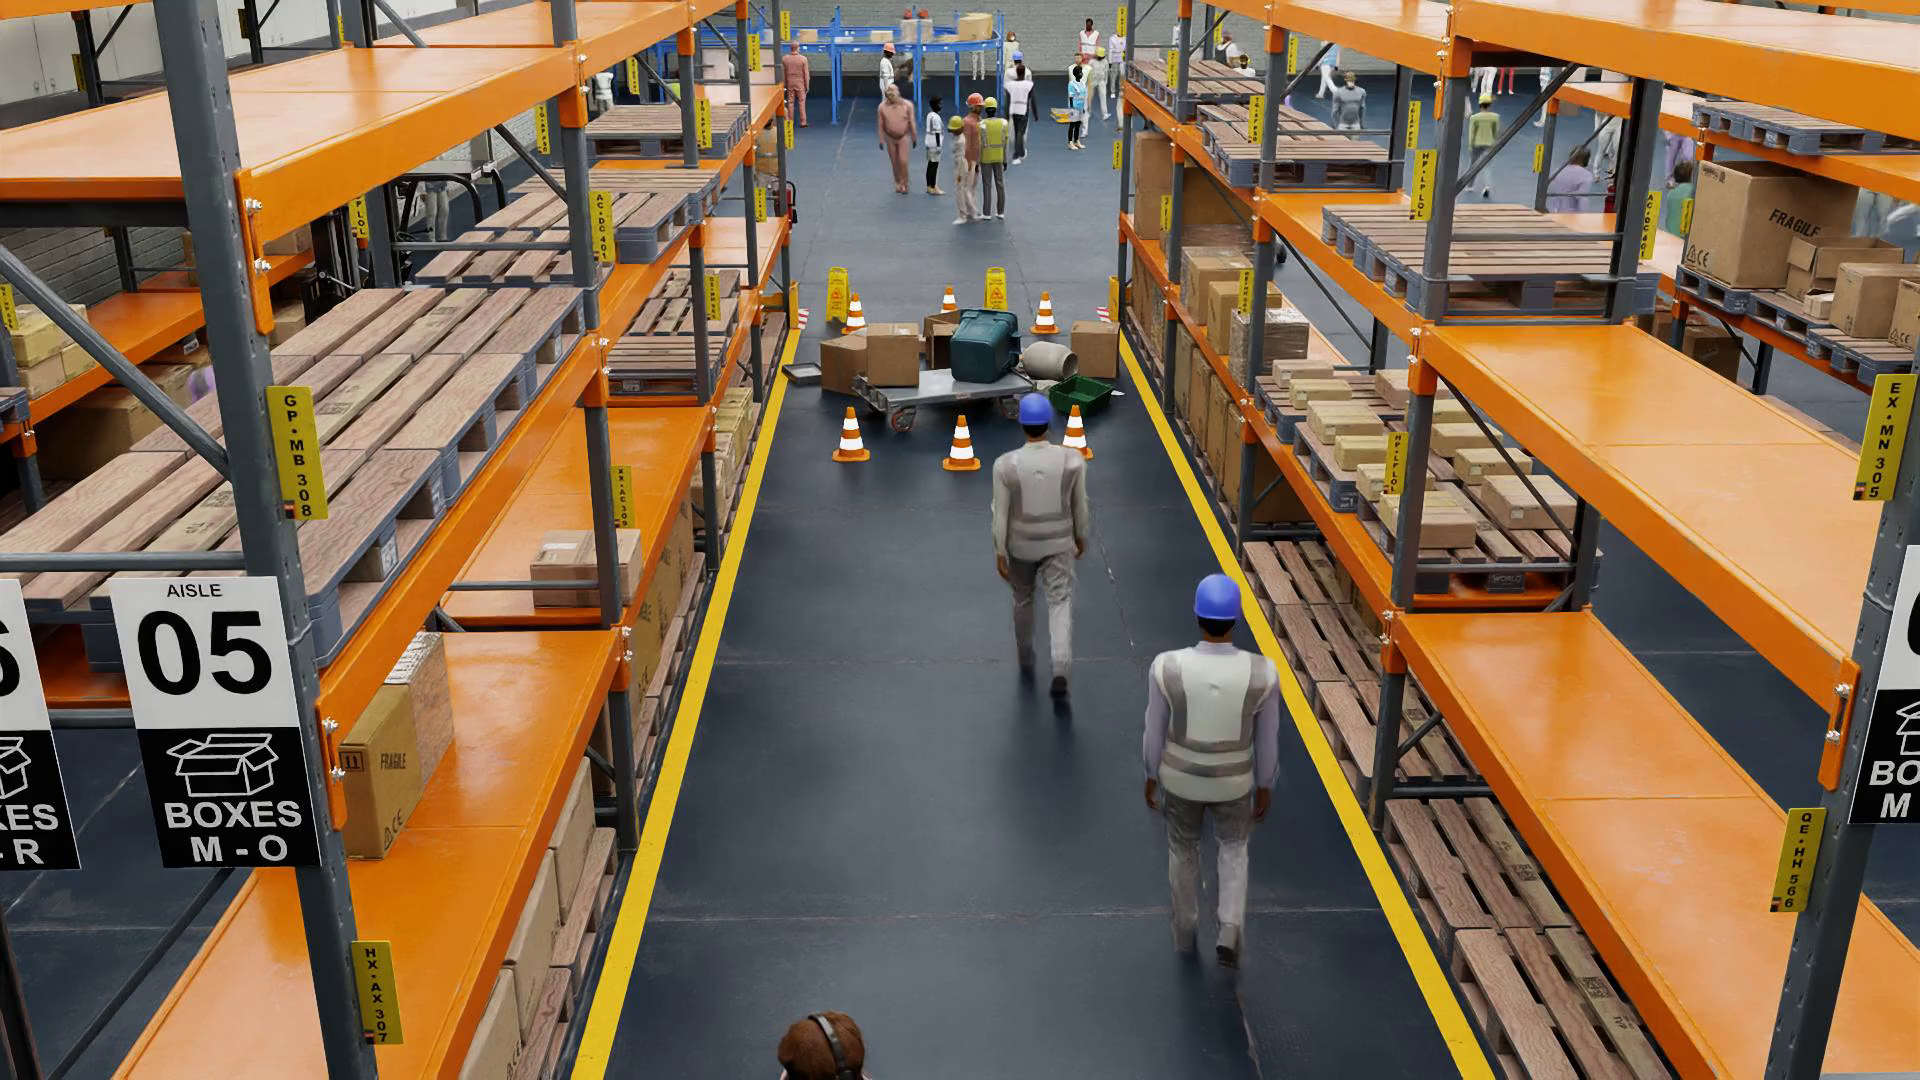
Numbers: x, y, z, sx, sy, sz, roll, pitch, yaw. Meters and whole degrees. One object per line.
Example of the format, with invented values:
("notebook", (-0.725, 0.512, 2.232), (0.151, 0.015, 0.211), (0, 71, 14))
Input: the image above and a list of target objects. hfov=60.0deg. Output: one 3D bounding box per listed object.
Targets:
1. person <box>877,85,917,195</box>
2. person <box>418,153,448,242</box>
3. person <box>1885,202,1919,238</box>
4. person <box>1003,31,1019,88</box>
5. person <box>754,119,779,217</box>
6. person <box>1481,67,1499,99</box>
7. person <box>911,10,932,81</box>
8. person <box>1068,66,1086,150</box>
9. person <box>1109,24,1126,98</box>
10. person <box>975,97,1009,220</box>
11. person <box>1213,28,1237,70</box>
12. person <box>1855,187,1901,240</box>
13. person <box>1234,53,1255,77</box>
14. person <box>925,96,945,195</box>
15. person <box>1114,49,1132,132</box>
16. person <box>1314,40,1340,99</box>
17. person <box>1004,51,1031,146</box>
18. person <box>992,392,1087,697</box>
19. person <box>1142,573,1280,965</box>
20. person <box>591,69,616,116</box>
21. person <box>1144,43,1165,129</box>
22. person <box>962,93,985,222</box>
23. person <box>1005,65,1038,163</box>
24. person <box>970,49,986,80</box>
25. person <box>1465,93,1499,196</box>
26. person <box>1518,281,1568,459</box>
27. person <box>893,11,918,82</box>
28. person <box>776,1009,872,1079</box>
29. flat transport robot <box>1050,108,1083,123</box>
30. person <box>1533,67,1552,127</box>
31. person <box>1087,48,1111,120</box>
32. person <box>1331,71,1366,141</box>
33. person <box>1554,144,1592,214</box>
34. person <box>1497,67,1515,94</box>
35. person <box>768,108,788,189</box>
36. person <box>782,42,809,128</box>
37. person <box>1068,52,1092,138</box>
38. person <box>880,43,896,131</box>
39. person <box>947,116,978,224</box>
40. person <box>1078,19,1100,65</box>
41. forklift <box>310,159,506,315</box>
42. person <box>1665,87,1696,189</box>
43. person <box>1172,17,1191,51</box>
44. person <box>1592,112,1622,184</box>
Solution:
("person", (-1.115, -6.987, 29.060), (0.668, 1.865, 0.680), (4, 21, 10))
("person", (-7.675, -5.120, 24.196), (0.404, 1.819, 0.691), (8, 22, 19))
("person", (14.494, -5.375, 25.153), (0.670, 1.619, 0.525), (16, 26, 36))
("person", (1.377, -13.006, 45.298), (0.507, 1.632, 0.278), (-9, 23, -23))
("person", (-2.928, -5.684, 25.533), (0.547, 1.928, 0.385), (-1, 21, -4))
("person", (14.023, -12.624, 43.882), (0.365, 1.932, 0.628), (-4, 21, -11))
("person", (-1.104, -14.434, 48.586), (0.836, 1.986, 0.666), (3, 21, 7))
("person", (2.428, -8.974, 34.549), (0.318, 1.700, 0.535), (14, 25, 32))
("person", (4.231, -12.733, 44.168), (0.593, 1.926, 0.366), (-7, 22, -17))
("person", (0.493, -6.104, 26.657), (0.589, 1.919, 0.392), (-9, 22, -22))
("person", (6.559, -11.693, 41.261), (0.994, 2.000, 0.686), (-16, 26, -36))
("person", (13.097, -4.994, 23.734), (0.666, 1.921, 0.408), (14, 25, 32))
("person", (6.022, -9.429, 35.525), (0.521, 1.865, 0.328), (7, 22, 19))
("person", (-0.442, -6.894, 29.049), (0.320, 1.698, 0.537), (-6, 21, -15))
("person", (3.728, -10.053, 37.221), (0.561, 1.823, 0.504), (-17, 27, -38))
("person", (9.742, -12.557, 43.865), (0.622, 1.812, 0.879), (-14, 25, -33))
("person", (1.210, -9.307, 35.104), (0.601, 1.939, 0.411), (-8, 22, -19))
("person", (0.506, 0.026, 10.468), (0.618, 1.921, 0.891), (-1, 21, -3))
("person", (1.140, 1.089, 7.632), (0.613, 1.934, 0.550), (1, 21, 4))
("person", (-7.851, -9.752, 36.717), (0.515, 1.620, 0.574), (-4, 21, -11))
("person", (4.372, -10.341, 37.911), (0.576, 1.895, 0.994), (3, 21, 7))
("person", (0.226, -6.122, 26.596), (0.383, 1.996, 0.609), (8, 22, 20))
("person", (1.213, -8.420, 32.857), (0.597, 1.865, 1.018), (10, 23, 25))
("person", (0.530, -14.456, 48.978), (0.487, 1.744, 0.294), (-3, 21, -8))
("person", (9.124, -6.900, 29.024), (0.523, 1.729, 0.866), (2, 21, 6))
("person", (5.303, -1.533, 14.967), (0.504, 1.636, 0.280), (-3, 21, -7))
("person", (-1.564, -14.245, 48.035), (0.650, 2.016, 0.630), (3, 21, 9))
("person", (-0.357, 2.172, 4.915), (0.431, 1.835, 0.622), (-14, 25, -33))
("flat transport robot", (2.551, -10.058, 39.402), (0.652, 0.197, 1.431), (-2, 21, -4))
("person", (13.465, -10.470, 38.157), (0.394, 1.945, 0.618), (5, 21, 12))
("person", (3.286, -10.880, 39.644), (0.566, 1.651, 0.947), (-6, 21, -14))
("person", (7.205, -7.717, 30.916), (0.637, 1.928, 0.381), (-2, 21, -6))
("person", (7.882, -4.108, 21.386), (0.588, 1.912, 0.665), (-6, 22, -16))
("person", (14.873, -12.980, 45.065), (0.527, 1.761, 0.349), (6, 21, 15))
("person", (-3.315, -7.156, 29.658), (0.529, 1.761, 0.331), (-6, 21, -15))
("person", (-3.748, -10.425, 38.098), (0.655, 1.905, 0.407), (5, 21, 12))
("person", (2.624, -9.739, 36.382), (0.562, 1.838, 0.388), (12, 24, 30))
("person", (-1.619, -10.188, 37.440), (0.374, 1.928, 0.543), (0, 21, 0))
("person", (0.051, -5.851, 26.290), (0.592, 1.695, 0.566), (-4, 21, -11))
("person", (3.562, -13.435, 46.035), (0.593, 1.920, 0.392), (8, 22, 20))
("forklift", (-5.622, -2.910, 17.832), (2.313, 2.155, 1.214), (-1, 21, -1))
("person", (12.793, -7.151, 29.474), (0.639, 1.883, 0.672), (3, 21, 7))
("person", (6.477, -14.414, 48.681), (0.575, 1.880, 0.359), (-5, 21, -13))
("person", (11.842, -7.422, 30.179), (0.658, 1.921, 0.438), (5, 21, 12))
